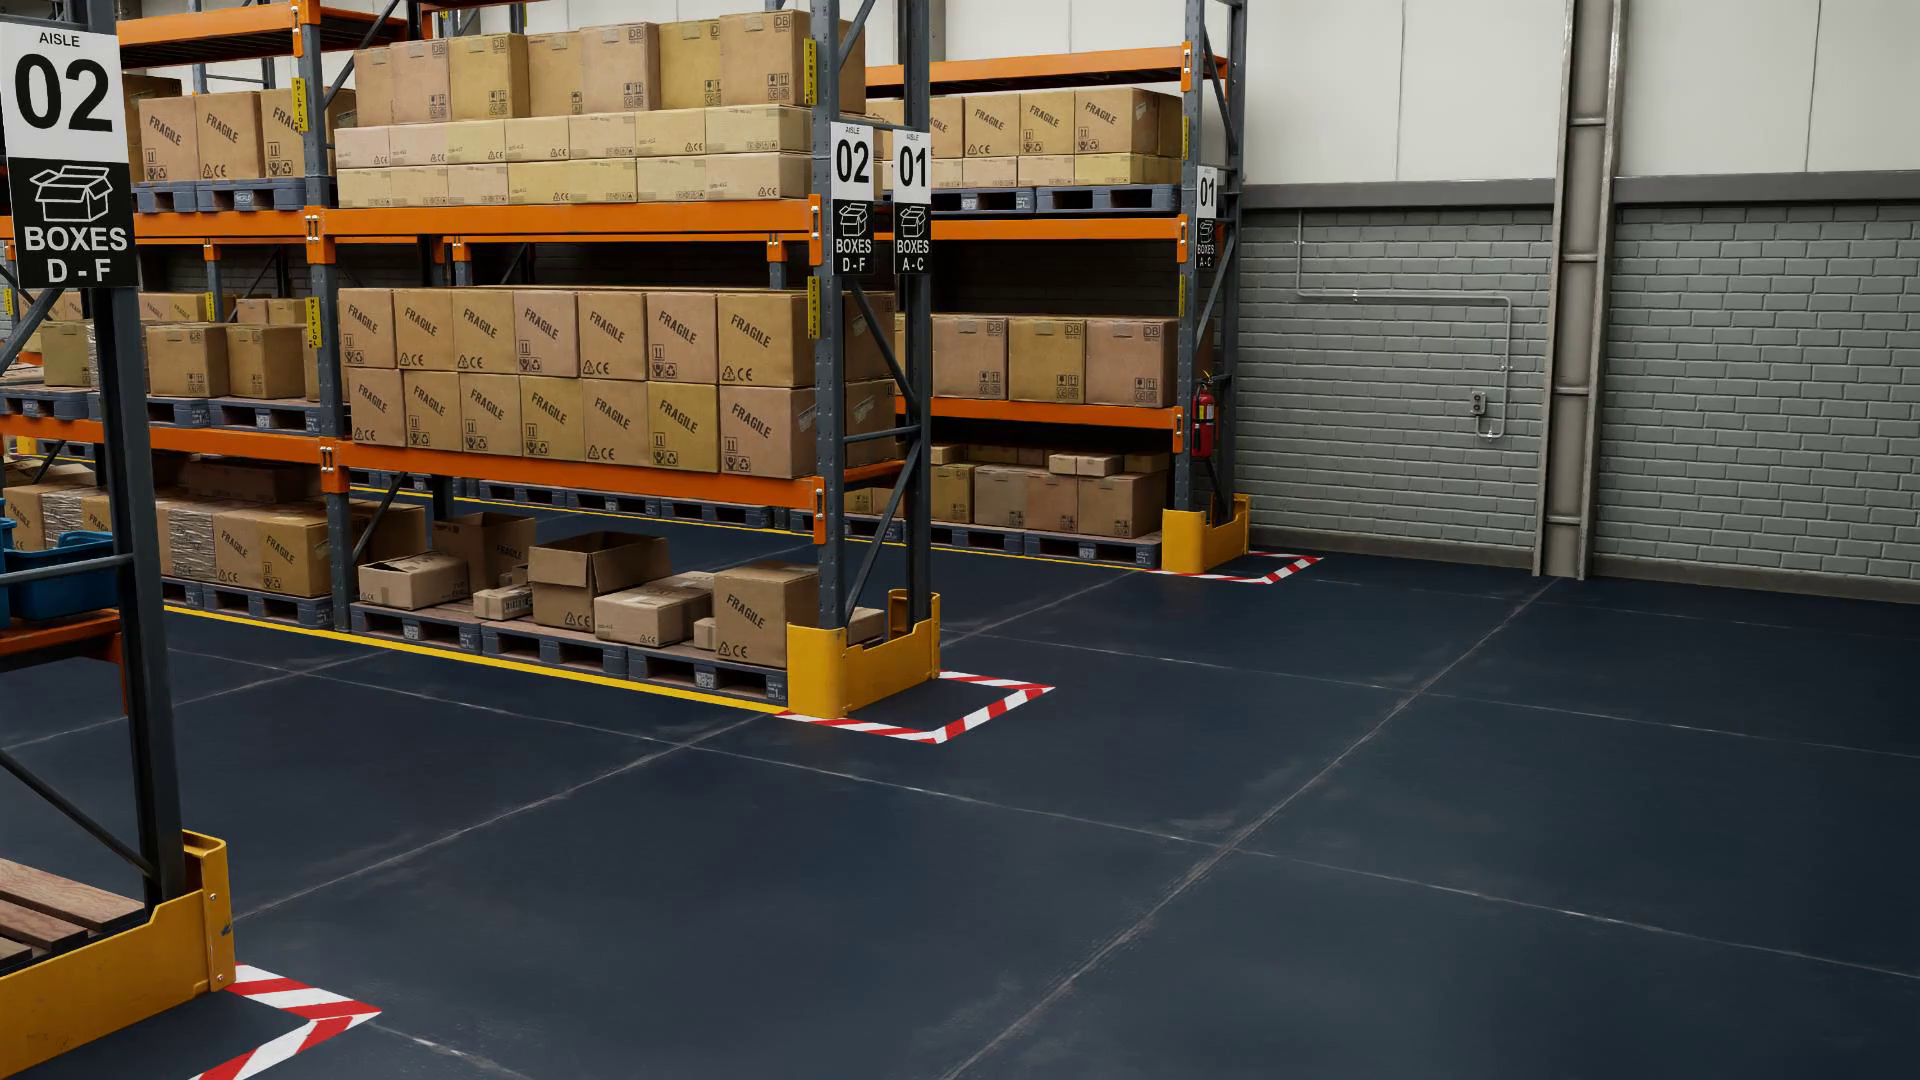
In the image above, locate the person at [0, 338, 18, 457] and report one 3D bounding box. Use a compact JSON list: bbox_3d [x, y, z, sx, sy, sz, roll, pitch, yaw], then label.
[{"bbox_3d":[-10.997,-1.499,18.957,0.523,1.619,0.504,-1,10,-7],"label":"person"}]
